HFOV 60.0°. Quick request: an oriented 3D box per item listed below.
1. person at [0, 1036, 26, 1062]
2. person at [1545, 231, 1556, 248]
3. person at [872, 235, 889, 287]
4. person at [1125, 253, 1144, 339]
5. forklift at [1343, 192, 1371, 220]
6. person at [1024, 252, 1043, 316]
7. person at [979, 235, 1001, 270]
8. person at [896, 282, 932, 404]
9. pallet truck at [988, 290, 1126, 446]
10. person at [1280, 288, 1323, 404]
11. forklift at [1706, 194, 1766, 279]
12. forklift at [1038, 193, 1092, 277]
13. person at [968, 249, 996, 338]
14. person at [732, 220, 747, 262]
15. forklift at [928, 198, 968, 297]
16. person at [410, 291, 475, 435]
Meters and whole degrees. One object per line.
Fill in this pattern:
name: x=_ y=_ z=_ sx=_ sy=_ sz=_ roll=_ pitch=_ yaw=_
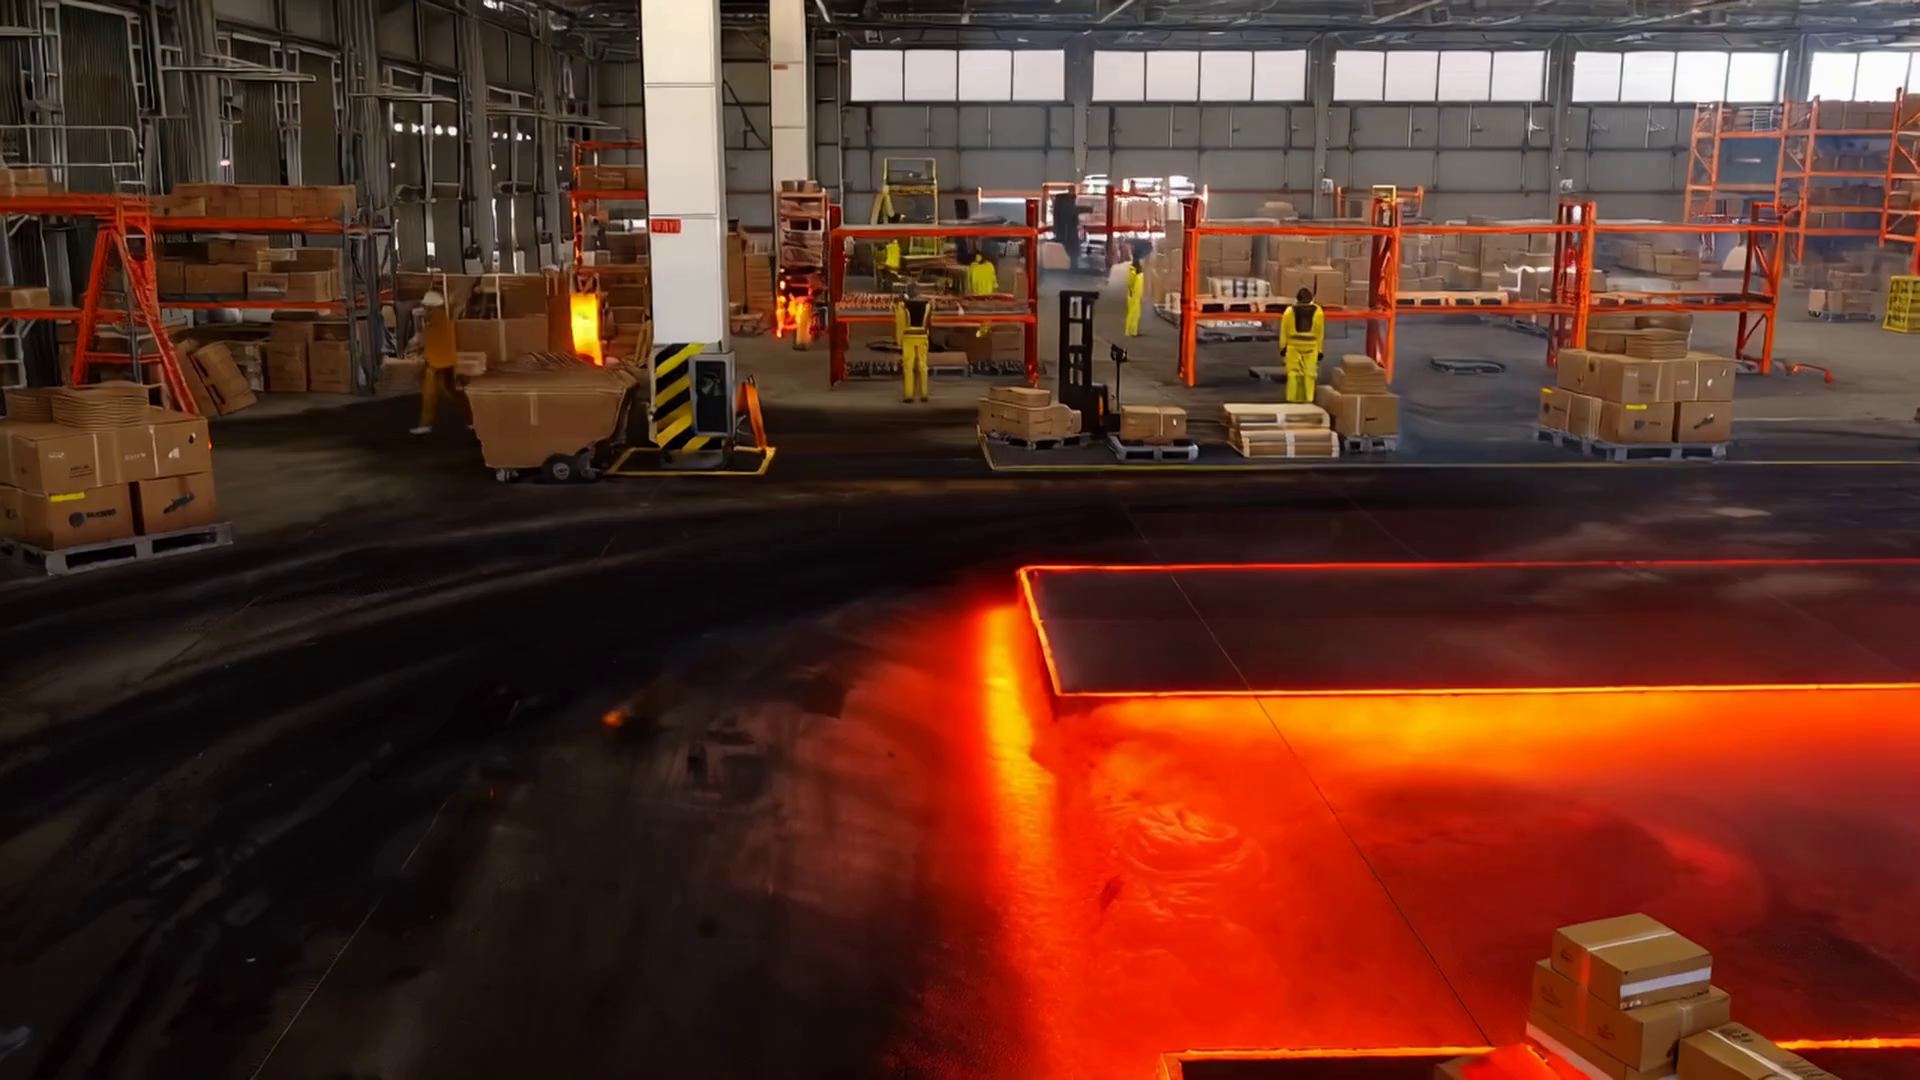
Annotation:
person: x=-4.141 y=1.295 z=6.648 sx=0.793 sy=1.662 sz=0.547 roll=-3 pitch=13 yaw=-12
person: x=18.456 y=-8.804 z=51.707 sx=0.604 sy=1.899 sz=0.461 roll=-6 pitch=14 yaw=-24
person: x=-2.499 y=-8.771 z=52.258 sx=0.522 sy=1.588 sz=0.896 roll=0 pitch=12 yaw=-1
person: x=3.767 y=-5.235 z=35.750 sx=0.351 sy=1.836 sz=0.514 roll=8 pitch=15 yaw=32
forklift: x=14.452 y=-11.306 z=60.769 sx=1.129 sy=2.768 sz=1.873 roll=5 pitch=14 yaw=22
person: x=1.827 y=-6.404 z=41.255 sx=0.503 sy=1.726 sz=0.377 roll=-4 pitch=13 yaw=-17
person: x=0.817 y=-7.821 z=47.212 sx=0.628 sy=1.921 sz=0.519 roll=-5 pitch=13 yaw=-20
person: x=-0.707 y=-3.038 z=25.704 sx=0.583 sy=1.882 sz=0.337 roll=-4 pitch=13 yaw=-19
pallet truck: x=1.257 y=-2.299 z=22.111 sx=1.885 sy=1.965 sz=0.823 roll=-9 pitch=15 yaw=-35
person: x=5.132 y=-2.870 z=25.044 sx=0.633 sy=1.842 sz=0.429 roll=1 pitch=13 yaw=4
forklift: x=25.681 y=-10.069 z=55.183 sx=1.873 sy=2.768 sz=1.129 roll=11 pitch=17 yaw=42
forklift: x=3.432 y=-10.377 z=56.574 sx=1.873 sy=2.768 sz=1.129 roll=-5 pitch=13 yaw=-20
person: x=0.497 y=-5.389 z=36.250 sx=0.633 sy=1.917 sz=0.768 roll=6 pitch=14 yaw=25
person: x=-7.810 y=-10.328 z=58.618 sx=0.557 sy=1.889 sz=1.018 roll=12 pitch=17 yaw=43
forklift: x=0.033 y=-8.182 z=46.662 sx=1.873 sy=2.768 sz=1.129 roll=0 pitch=12 yaw=-2
person: x=-7.080 y=-2.435 z=22.830 sx=0.971 sy=1.959 sz=0.608 roll=-12 pitch=17 yaw=-42
